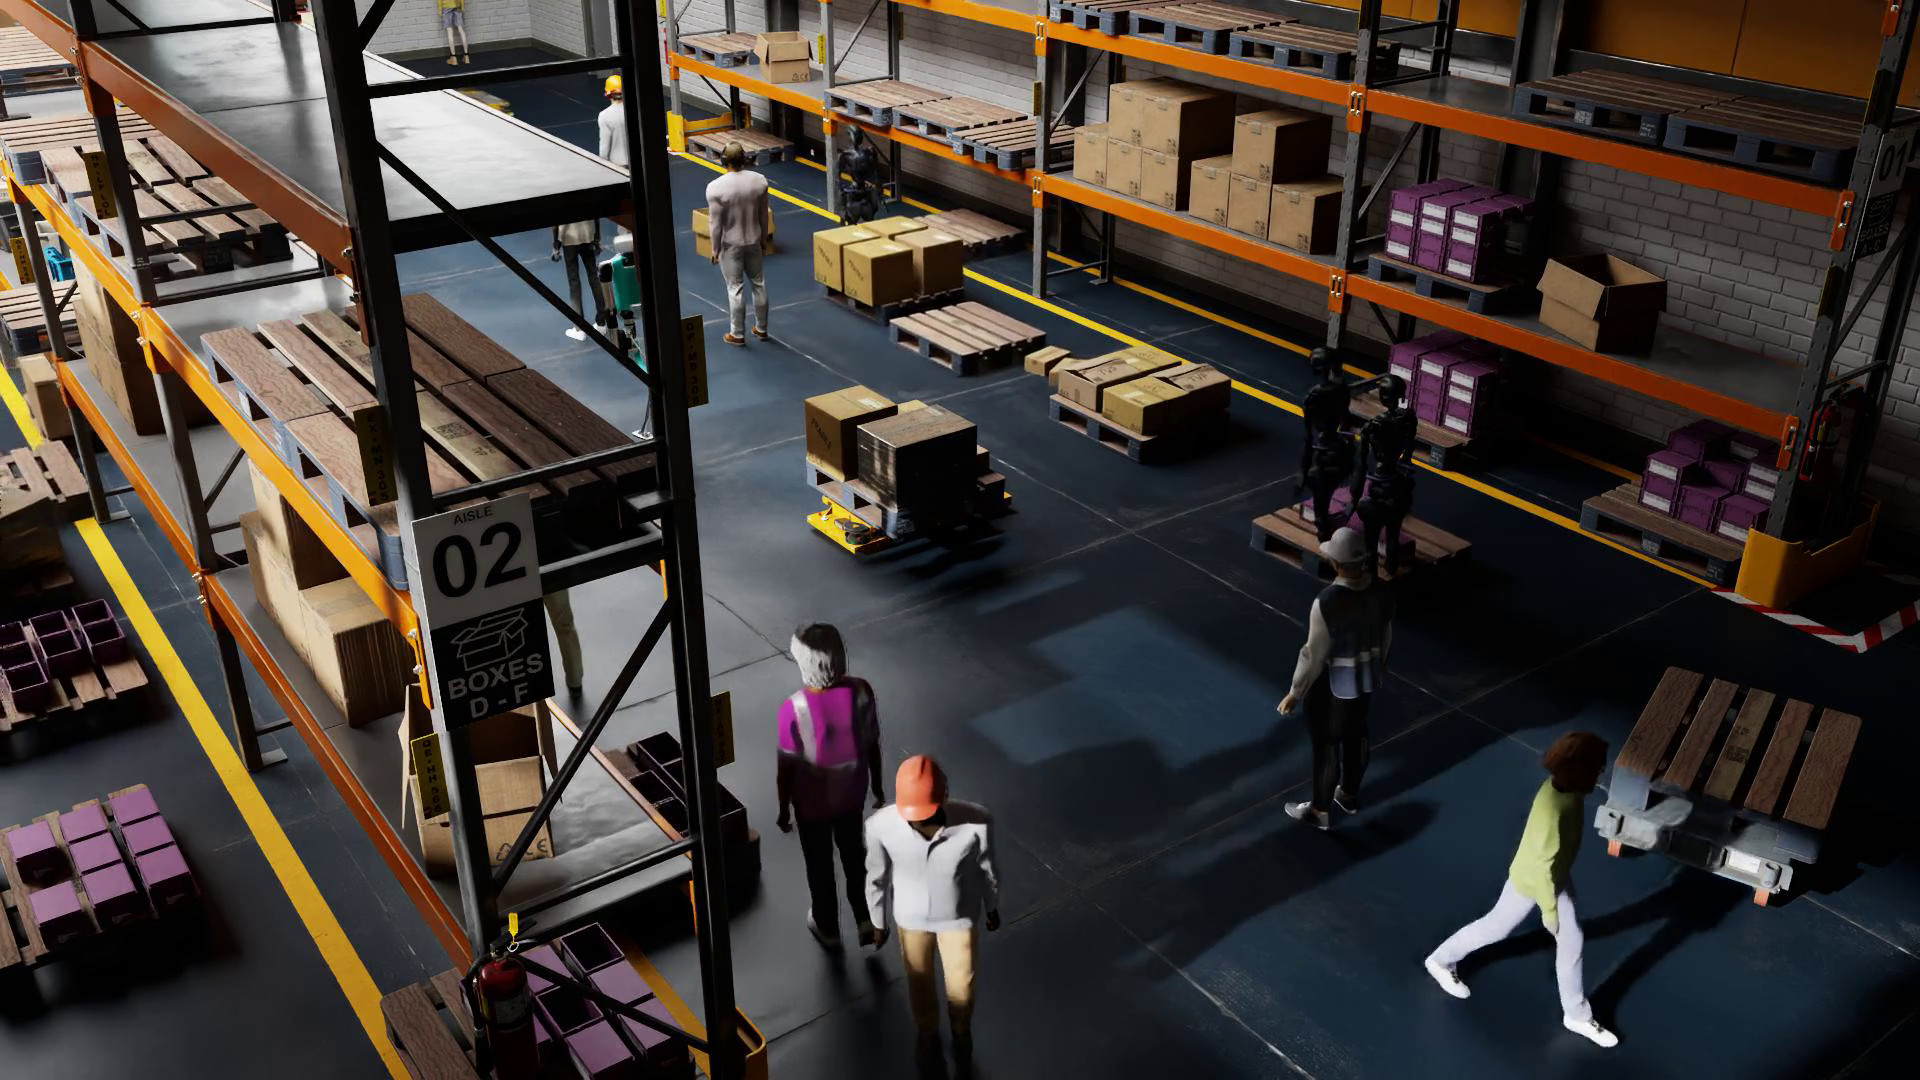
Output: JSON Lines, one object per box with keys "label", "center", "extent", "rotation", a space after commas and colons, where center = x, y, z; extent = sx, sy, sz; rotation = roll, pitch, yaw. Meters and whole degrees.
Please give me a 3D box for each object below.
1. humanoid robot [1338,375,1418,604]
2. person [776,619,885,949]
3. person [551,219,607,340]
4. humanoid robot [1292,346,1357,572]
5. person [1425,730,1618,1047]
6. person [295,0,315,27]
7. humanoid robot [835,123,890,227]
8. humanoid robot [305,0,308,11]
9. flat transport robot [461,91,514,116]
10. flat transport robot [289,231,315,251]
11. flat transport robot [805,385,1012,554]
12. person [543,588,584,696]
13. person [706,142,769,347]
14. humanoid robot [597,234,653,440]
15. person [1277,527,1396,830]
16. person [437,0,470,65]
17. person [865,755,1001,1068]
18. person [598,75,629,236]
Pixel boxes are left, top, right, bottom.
{"label": "humanoid robot", "center": [2.794, -0.307, 11.019], "extent": [0.599, 1.653, 0.315], "rotation": [-18, 32, -32]}
{"label": "person", "center": [-0.607, 1.196, 7.862], "extent": [0.543, 1.833, 0.460], "rotation": [-13, 29, -24]}
{"label": "person", "center": [-3.655, -2.830, 15.835], "extent": [0.517, 1.873, 0.333], "rotation": [-17, 31, -30]}
{"label": "humanoid robot", "center": [2.534, -0.549, 11.520], "extent": [0.454, 1.644, 0.613], "rotation": [23, 35, 38]}
{"label": "person", "center": [2.595, 1.516, 7.506], "extent": [0.894, 1.581, 0.501], "rotation": [21, 34, 36]}
{"label": "person", "center": [-9.421, -6.950, 24.069], "extent": [0.620, 1.837, 0.431], "rotation": [-17, 31, -30]}
{"label": "humanoid robot", "center": [-1.066, -3.586, 17.555], "extent": [0.607, 1.650, 0.439], "rotation": [-18, 32, -32]}
{"label": "humanoid robot", "center": [-10.213, -7.815, 25.749], "extent": [0.533, 1.677, 0.735], "rotation": [-18, 32, -32]}
{"label": "flat transport robot", "center": [-7.275, -6.498, 24.913], "extent": [0.659, 0.231, 1.431], "rotation": [-18, 32, -32]}
{"label": "flat transport robot", "center": [-7.497, -3.492, 18.933], "extent": [0.659, 0.231, 1.431], "rotation": [0, 27, 0]}
{"label": "flat transport robot", "center": [-0.370, -0.266, 12.517], "extent": [1.431, 0.231, 0.659], "rotation": [-18, 32, -32]}
{"label": "person", "center": [-2.552, 0.190, 9.955], "extent": [0.562, 1.752, 0.332], "rotation": [-17, 31, -30]}
{"label": "person", "center": [-2.074, -2.777, 15.654], "extent": [0.627, 1.940, 0.377], "rotation": [-17, 31, -30]}
{"label": "humanoid robot", "center": [-2.493, -1.582, 13.356], "extent": [0.533, 1.673, 0.735], "rotation": [-18, 32, -32]}
{"label": "person", "center": [2.012, 0.744, 8.856], "extent": [0.763, 1.752, 0.457], "rotation": [-17, 31, -30]}
{"label": "person", "center": [-8.595, -9.004, 28.094], "extent": [0.473, 1.892, 0.392], "rotation": [-17, 31, -30]}
{"label": "person", "center": [-0.119, 1.610, 7.162], "extent": [0.578, 1.719, 0.498], "rotation": [2, 27, 3]}
{"label": "person", "center": [-3.757, -4.212, 18.558], "extent": [0.571, 1.897, 0.370], "rotation": [-17, 31, -30]}
